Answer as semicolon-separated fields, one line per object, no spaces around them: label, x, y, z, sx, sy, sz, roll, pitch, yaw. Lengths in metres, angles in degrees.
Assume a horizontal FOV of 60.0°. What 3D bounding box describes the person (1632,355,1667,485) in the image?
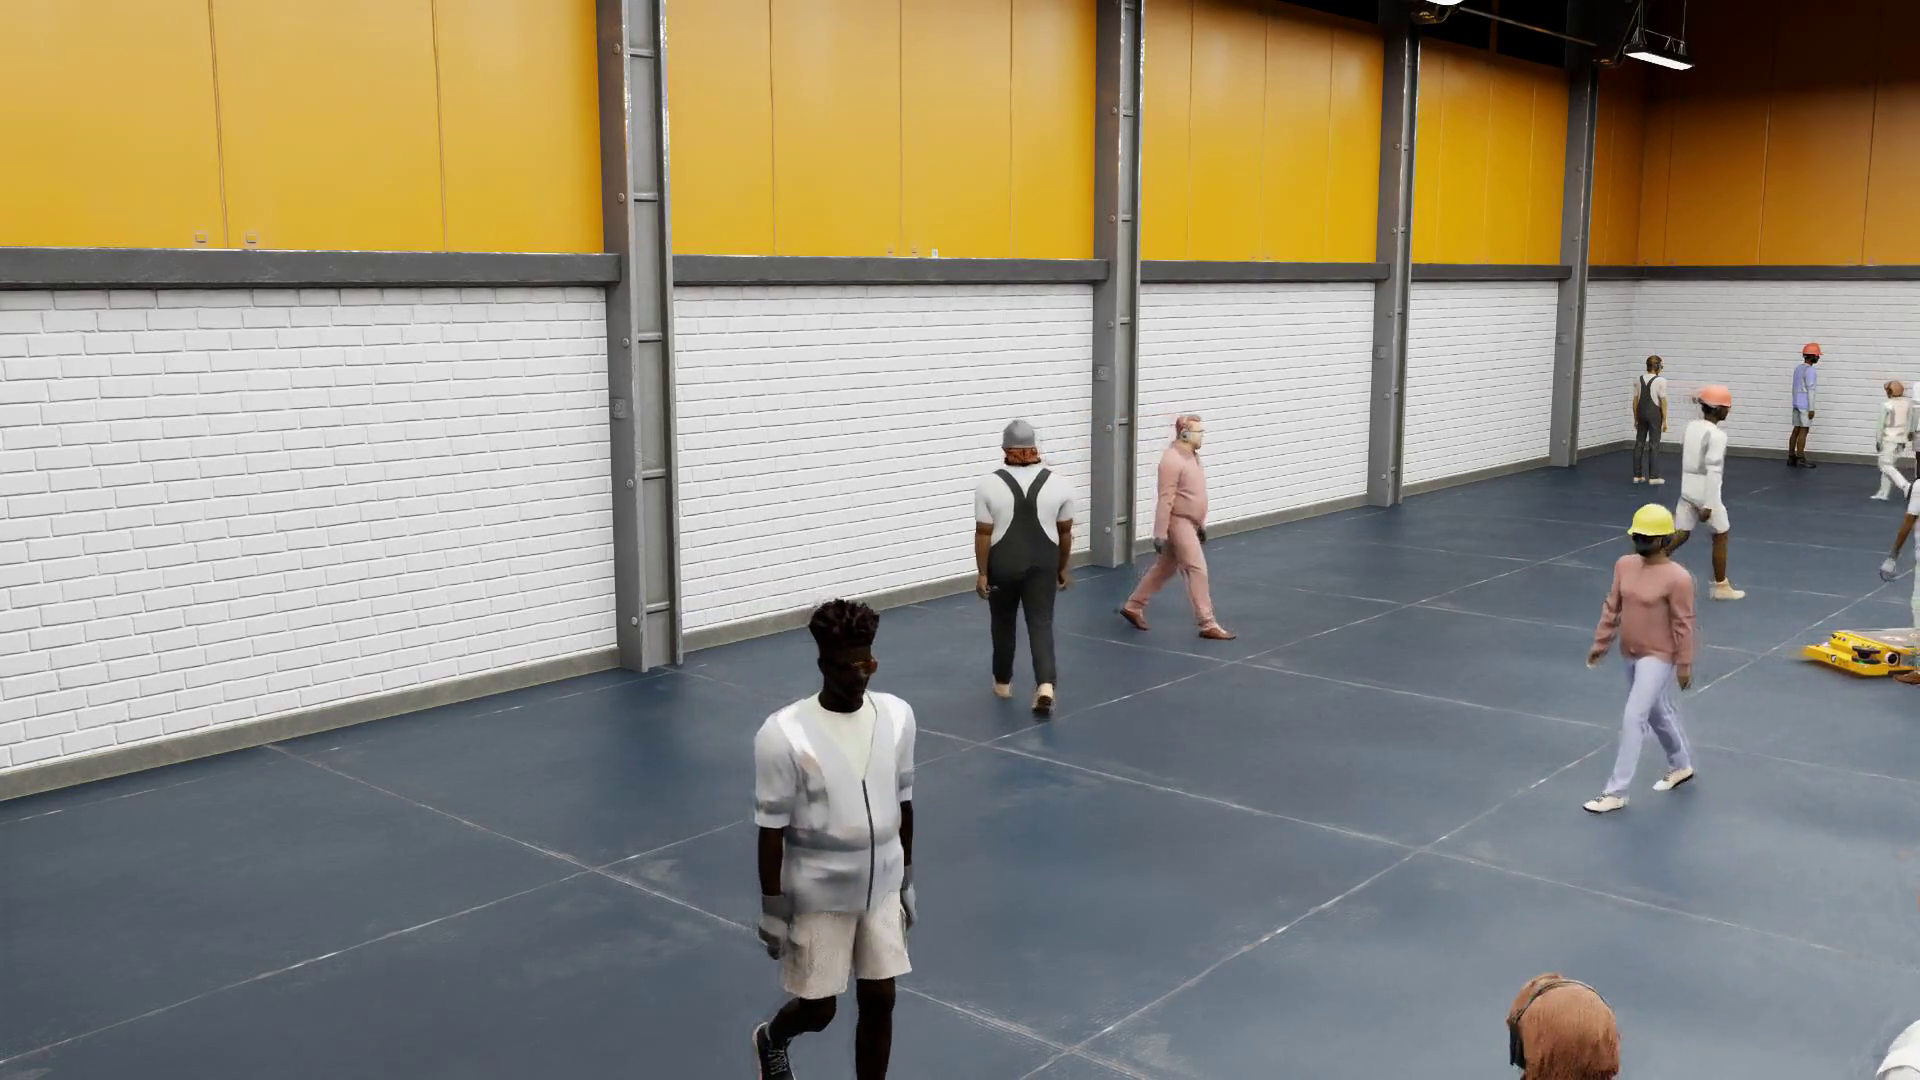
person;9.842;-1.709;23.722;0.344;1.839;0.505;-7;11;-36

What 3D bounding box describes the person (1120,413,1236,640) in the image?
person;1.779;-0.126;13.741;1.005;1.862;0.657;4;10;22

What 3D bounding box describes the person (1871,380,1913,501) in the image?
person;12.265;-1.285;21.786;0.524;1.615;0.648;-3;10;-20

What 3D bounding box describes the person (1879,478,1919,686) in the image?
person;7.003;0.152;12.041;0.578;1.844;0.405;-4;10;-22

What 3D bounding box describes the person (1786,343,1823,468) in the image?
person;13.103;-2.082;25.751;0.376;1.936;0.549;0;9;3

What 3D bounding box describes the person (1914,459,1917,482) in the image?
person;13.793;-1.698;23.554;0.331;1.874;0.519;-3;9;-16

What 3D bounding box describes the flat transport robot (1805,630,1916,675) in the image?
flat transport robot;7.296;0.834;12.662;1.431;0.197;0.652;-1;9;-9

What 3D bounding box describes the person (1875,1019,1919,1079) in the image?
person;1.970;1.525;3.353;0.583;1.863;0.752;-5;10;-29

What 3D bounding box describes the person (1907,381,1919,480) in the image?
person;12.870;-1.500;22.125;0.550;1.927;0.381;-1;9;-5

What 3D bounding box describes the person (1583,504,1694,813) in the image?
person;3.890;0.638;9.360;0.911;1.724;0.534;-3;10;-20

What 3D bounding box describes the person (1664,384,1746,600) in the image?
person;6.698;-0.425;15.171;0.988;2.009;0.612;-2;9;-9

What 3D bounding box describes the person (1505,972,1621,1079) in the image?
person;1.131;1.644;3.337;0.537;1.621;0.532;-1;9;-4

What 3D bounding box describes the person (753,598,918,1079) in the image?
person;-0.425;1.130;5.574;0.605;1.945;0.702;-6;11;-34

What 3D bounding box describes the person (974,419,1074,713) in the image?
person;0.443;0.148;11.428;0.693;2.000;0.968;-1;9;-7
